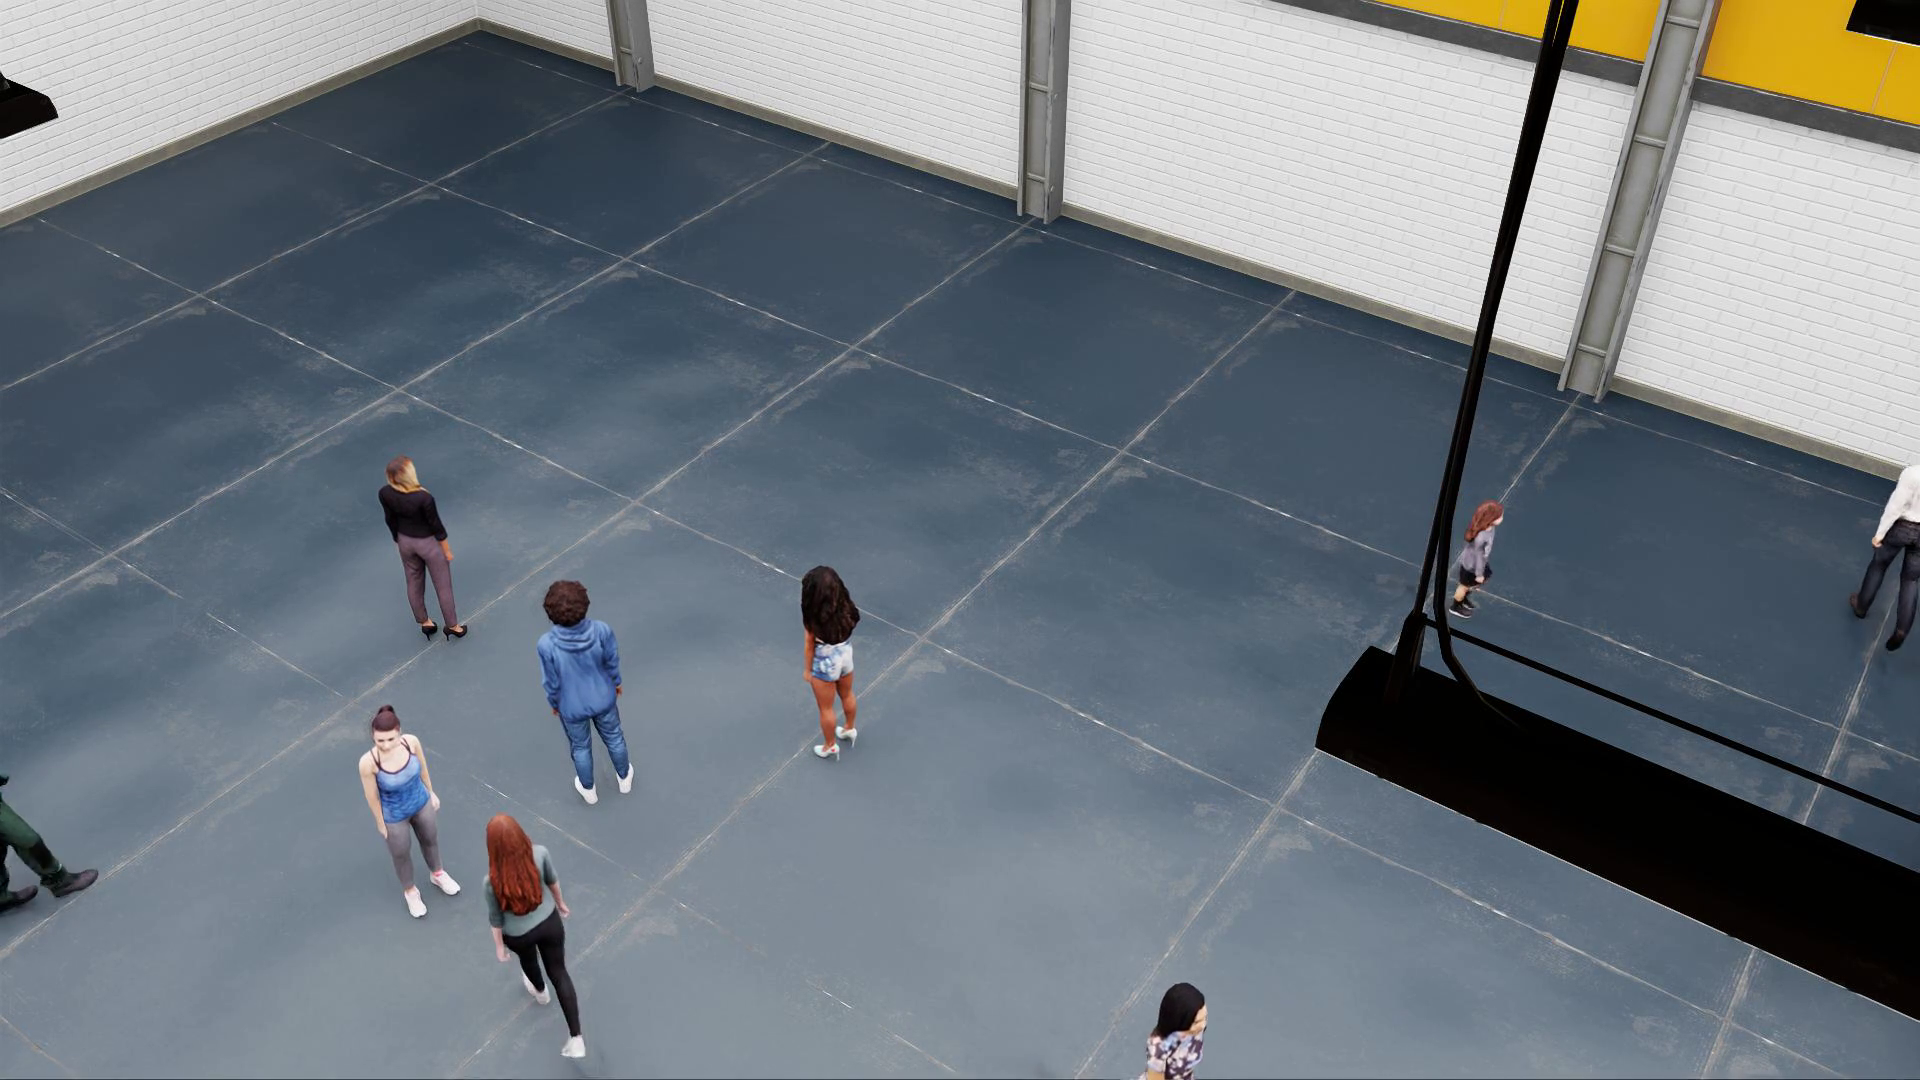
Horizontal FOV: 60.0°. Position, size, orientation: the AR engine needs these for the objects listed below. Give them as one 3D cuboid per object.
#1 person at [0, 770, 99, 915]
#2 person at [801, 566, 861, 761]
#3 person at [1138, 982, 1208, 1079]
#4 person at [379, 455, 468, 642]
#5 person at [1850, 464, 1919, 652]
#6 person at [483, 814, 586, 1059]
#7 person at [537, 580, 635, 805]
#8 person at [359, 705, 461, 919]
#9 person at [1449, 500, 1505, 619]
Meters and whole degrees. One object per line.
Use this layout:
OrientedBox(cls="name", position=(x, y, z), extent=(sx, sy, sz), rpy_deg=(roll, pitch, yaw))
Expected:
OrientedBox(cls="person", position=(-6.090, 1.647, 10.142), extent=(0.986, 1.818, 0.986), rpy_deg=(-20, 43, -24))
OrientedBox(cls="person", position=(-0.877, 0.839, 11.312), extent=(0.567, 1.621, 0.555), rpy_deg=(26, 45, 29))
OrientedBox(cls="person", position=(1.009, 2.877, 8.710), extent=(0.819, 1.684, 1.195), rpy_deg=(-28, 46, -30))
OrientedBox(cls="person", position=(-3.961, 0.075, 12.228), extent=(0.590, 1.671, 0.729), rpy_deg=(8, 39, 10))
OrientedBox(cls="person", position=(6.999, 0.013, 12.168), extent=(1.092, 1.842, 1.002), rpy_deg=(6, 39, 8))
OrientedBox(cls="person", position=(-2.389, 2.263, 9.451), extent=(0.884, 1.717, 1.179), rpy_deg=(-24, 45, -27))
OrientedBox(cls="person", position=(-2.470, 1.007, 10.951), extent=(0.756, 1.809, 0.758), rpy_deg=(-15, 41, -18))
OrientedBox(cls="person", position=(-3.433, 1.659, 10.294), extent=(0.602, 1.609, 0.592), rpy_deg=(-31, 48, -33))
OrientedBox(cls="person", position=(3.861, 0.123, 12.625), extent=(0.468, 1.100, 0.470), rpy_deg=(22, 44, 25))
